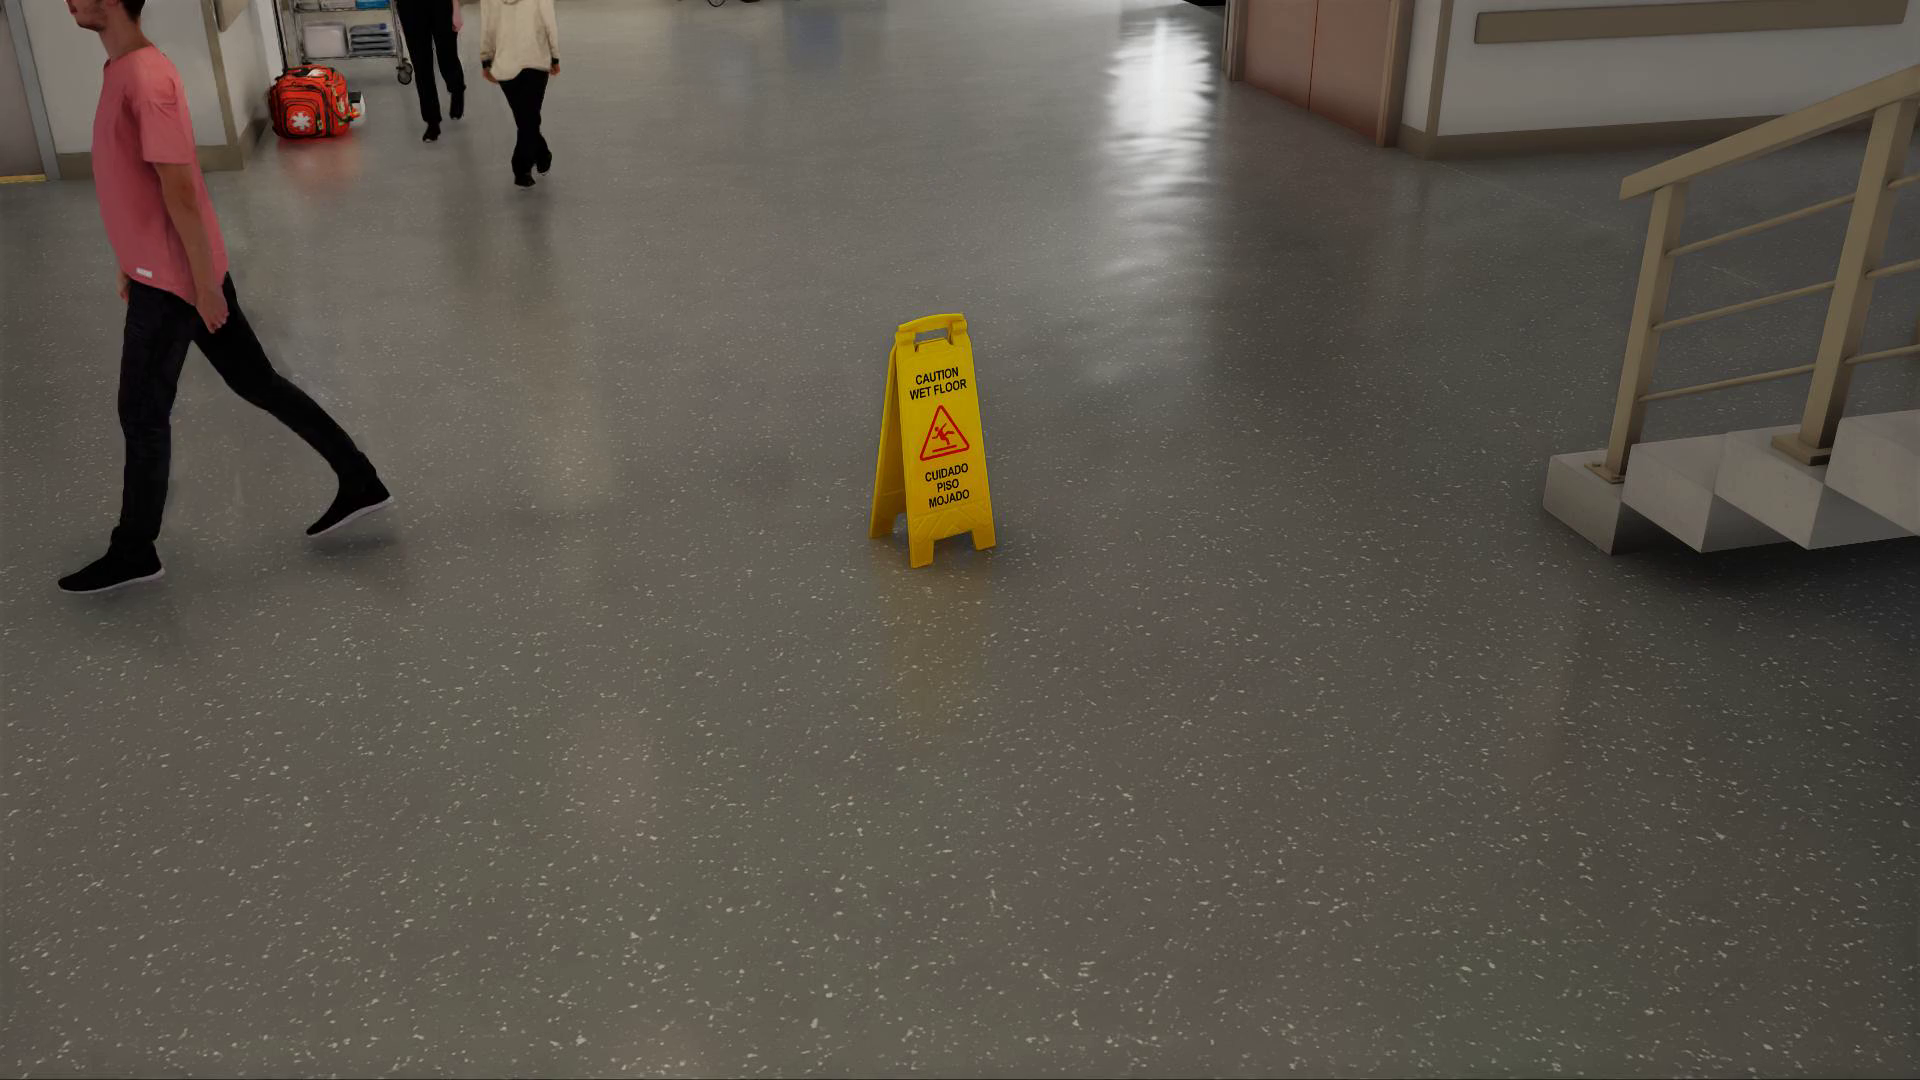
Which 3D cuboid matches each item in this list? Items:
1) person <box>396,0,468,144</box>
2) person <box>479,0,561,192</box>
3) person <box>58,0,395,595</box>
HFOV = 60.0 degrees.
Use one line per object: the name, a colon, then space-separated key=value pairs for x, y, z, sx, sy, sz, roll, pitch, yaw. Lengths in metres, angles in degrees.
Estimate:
person: x=-3.460 y=-3.512 z=10.896 sx=0.721 sy=1.716 sz=1.132 roll=-2 pitch=26 yaw=-5
person: x=-2.542 y=-2.712 z=9.586 sx=0.802 sy=1.412 sz=1.024 roll=1 pitch=26 yaw=3
person: x=-2.250 y=-0.795 z=5.040 sx=0.869 sy=1.908 sz=1.236 roll=-12 pitch=28 yaw=-24
